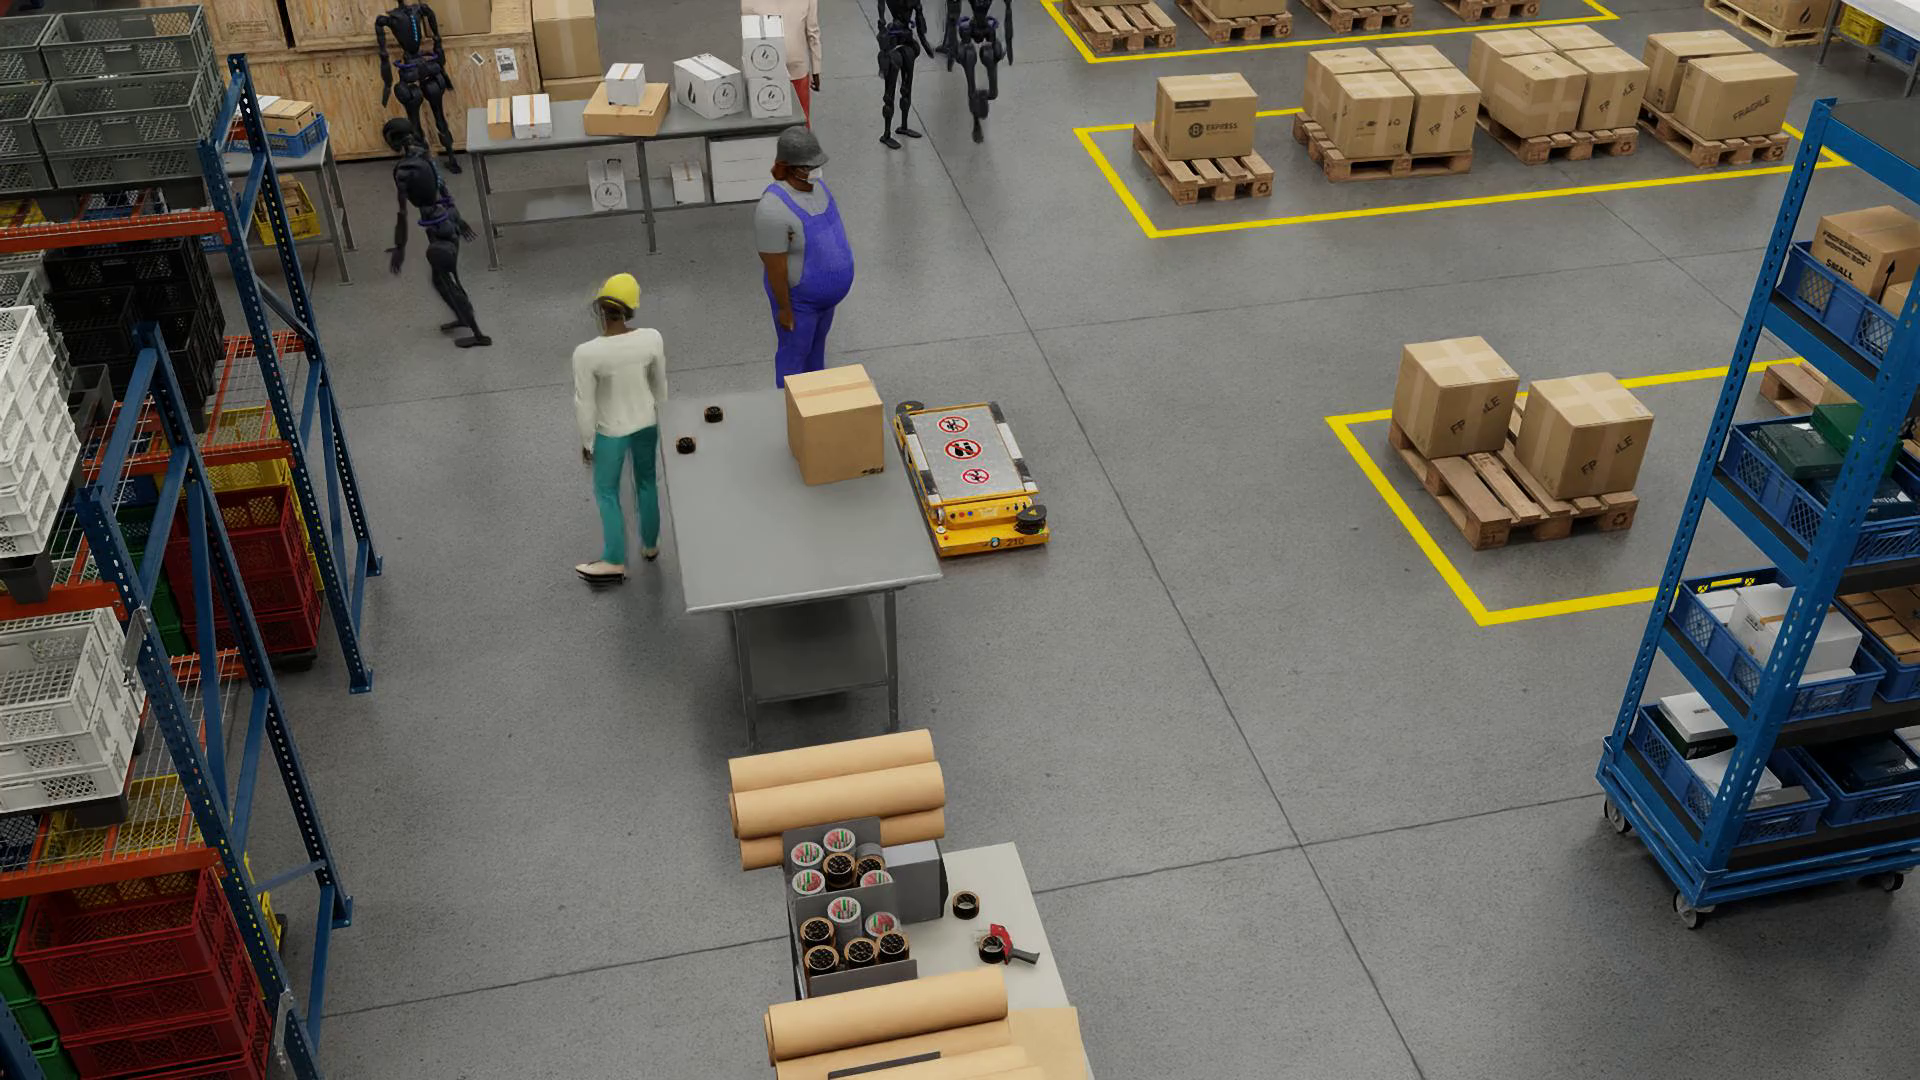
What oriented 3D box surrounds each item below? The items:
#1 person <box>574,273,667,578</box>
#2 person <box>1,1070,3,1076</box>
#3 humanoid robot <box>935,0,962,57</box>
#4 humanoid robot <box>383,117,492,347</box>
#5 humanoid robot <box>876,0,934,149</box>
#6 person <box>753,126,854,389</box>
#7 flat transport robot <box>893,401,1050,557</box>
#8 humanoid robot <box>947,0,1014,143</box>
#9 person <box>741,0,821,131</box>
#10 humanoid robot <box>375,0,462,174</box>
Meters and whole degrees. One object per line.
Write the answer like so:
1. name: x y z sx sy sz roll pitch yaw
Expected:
1. person: -1.907 -0.606 9.150 0.720 1.716 0.371 -26 44 -30
2. person: -2.805 2.219 5.219 0.573 1.883 0.354 23 43 28
3. humanoid robot: -0.035 -5.388 15.618 0.405 1.651 0.589 13 39 17
4. humanoid robot: -3.541 -2.054 11.149 0.533 1.640 0.577 -3 37 -4
5. humanoid robot: -0.482 -4.138 13.922 0.325 1.658 0.601 25 43 30
6. person: -0.906 -1.558 10.164 0.536 2.000 0.674 13 39 17
7. flat transport robot: 0.046 -0.430 10.108 0.652 0.197 1.431 -8 37 -10
8. humanoid robot: 0.161 -4.244 14.089 0.586 1.627 0.522 -6 37 -8
9. person: -1.388 -3.686 13.073 0.613 1.987 0.400 -7 37 -9
10. humanoid robot: -4.361 -3.707 13.344 0.315 1.657 0.611 29 45 33
